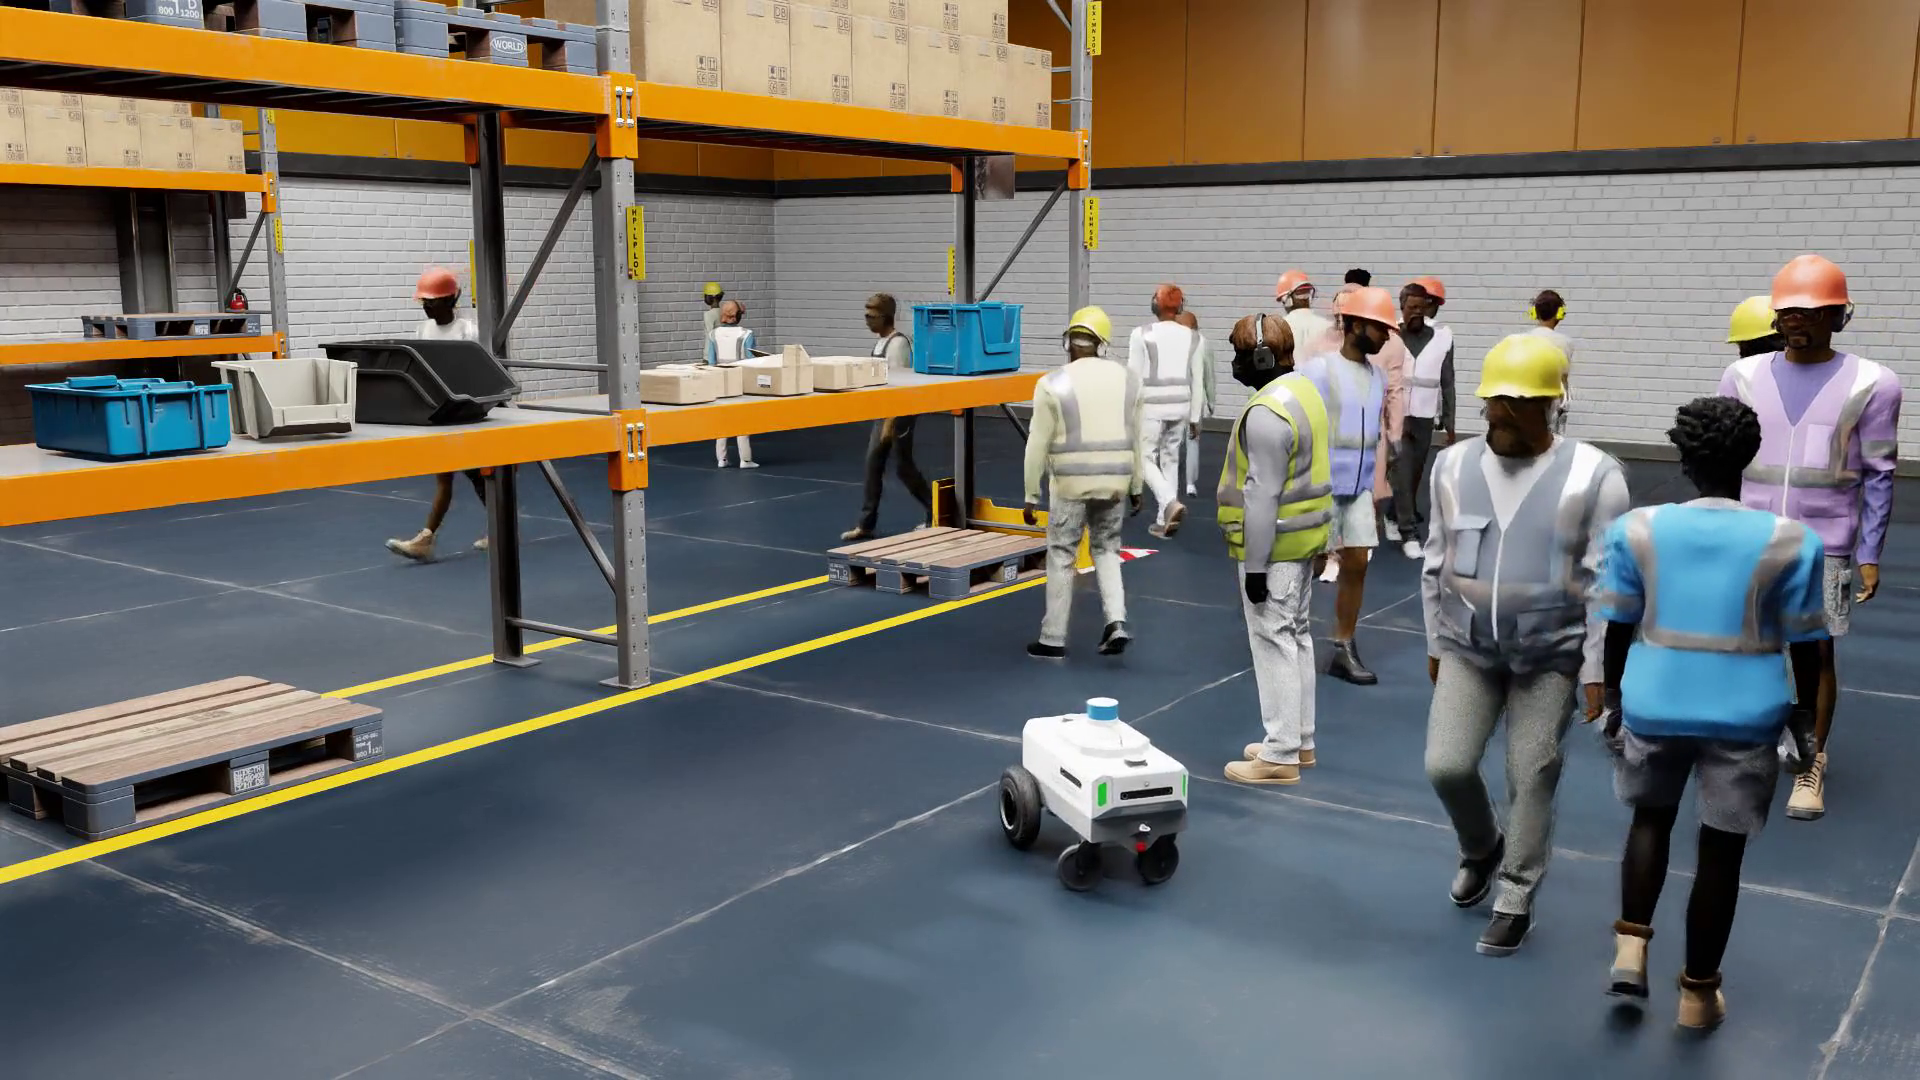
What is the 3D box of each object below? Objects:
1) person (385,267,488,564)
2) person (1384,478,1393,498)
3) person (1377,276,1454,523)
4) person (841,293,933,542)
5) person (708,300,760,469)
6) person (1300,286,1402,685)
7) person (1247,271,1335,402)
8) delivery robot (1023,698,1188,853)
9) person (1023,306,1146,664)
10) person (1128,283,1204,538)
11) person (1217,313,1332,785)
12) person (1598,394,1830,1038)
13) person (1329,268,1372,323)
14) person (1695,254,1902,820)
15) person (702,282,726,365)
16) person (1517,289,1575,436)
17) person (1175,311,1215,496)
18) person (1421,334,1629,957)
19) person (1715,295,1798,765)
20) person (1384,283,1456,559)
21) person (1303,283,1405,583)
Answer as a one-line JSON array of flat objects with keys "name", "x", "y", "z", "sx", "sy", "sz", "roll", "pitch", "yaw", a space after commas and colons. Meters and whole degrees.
[{"name": "person", "x": -3.476, "y": -0.849, "z": 11.300, "sx": 0.615, "sy": 1.969, "sz": 1.108, "roll": 8, "pitch": 12, "yaw": 40}, {"name": "person", "x": 3.419, "y": -1.201, "z": 14.335, "sx": 0.804, "sy": 1.660, "sz": 0.527, "roll": 4, "pitch": 10, "yaw": 20}, {"name": "person", "x": 3.423, "y": -1.040, "z": 12.639, "sx": 0.588, "sy": 1.903, "sz": 0.646, "roll": 9, "pitch": 13, "yaw": 43}, {"name": "person", "x": -0.433, "y": -0.879, "z": 12.033, "sx": 0.819, "sy": 1.807, "sz": 0.527, "roll": -4, "pitch": 10, "yaw": -22}, {"name": "person", "x": -2.208, "y": -1.503, "z": 16.179, "sx": 0.515, "sy": 1.640, "sz": 0.315, "roll": 4, "pitch": 10, "yaw": 22}, {"name": "person", "x": 1.798, "y": -0.284, "z": 8.145, "sx": 0.578, "sy": 1.907, "sz": 0.766, "roll": -5, "pitch": 11, "yaw": -28}, {"name": "person", "x": 2.349, "y": -0.922, "z": 11.809, "sx": 0.613, "sy": 1.944, "sz": 0.850, "roll": -1, "pitch": 10, "yaw": -7}, {"name": "delivery robot", "x": 0.476, "y": 0.773, "z": 5.571, "sx": 0.477, "sy": 0.478, "sz": 0.707, "roll": -3, "pitch": 10, "yaw": -19}, {"name": "person", "x": 0.634, "y": -0.261, "z": 8.290, "sx": 0.651, "sy": 1.801, "sz": 0.481, "roll": -3, "pitch": 10, "yaw": -20}, {"name": "person", "x": 1.489, "y": -0.905, "z": 11.945, "sx": 0.589, "sy": 1.866, "sz": 0.640, "roll": -3, "pitch": 10, "yaw": -18}, {"name": "person", "x": 1.210, "y": 0.039, "z": 6.471, "sx": 0.430, "sy": 1.830, "sz": 0.618, "roll": 4, "pitch": 11, "yaw": 25}, {"name": "person", "x": 1.949, "y": 0.462, "z": 4.348, "sx": 0.546, "sy": 1.677, "sz": 0.370, "roll": 7, "pitch": 12, "yaw": 36}, {"name": "person", "x": 3.724, "y": -1.601, "z": 15.827, "sx": 0.367, "sy": 1.958, "sz": 0.605, "roll": -3, "pitch": 10, "yaw": -18}, {"name": "person", "x": 3.028, "y": -0.003, "z": 6.050, "sx": 0.610, "sy": 2.042, "sz": 0.396, "roll": 8, "pitch": 13, "yaw": 40}, {"name": "person", "x": -2.988, "y": -2.258, "z": 20.296, "sx": 0.301, "sy": 1.772, "sz": 0.524, "roll": 3, "pitch": 10, "yaw": 17}, {"name": "person", "x": 4.253, "y": -0.926, "z": 12.248, "sx": 0.506, "sy": 1.817, "sz": 0.968, "roll": 8, "pitch": 12, "yaw": 39}, {"name": "person", "x": 1.964, "y": -1.192, "z": 14.482, "sx": 0.513, "sy": 1.590, "sz": 0.833, "roll": 2, "pitch": 10, "yaw": 9}, {"name": "person", "x": 1.618, "y": 0.310, "z": 4.863, "sx": 0.595, "sy": 1.818, "sz": 0.418, "roll": 7, "pitch": 12, "yaw": 34}, {"name": "person", "x": 3.233, "y": -0.049, "z": 6.810, "sx": 0.621, "sy": 1.870, "sz": 0.975, "roll": -2, "pitch": 10, "yaw": -12}, {"name": "person", "x": 3.140, "y": -0.862, "z": 11.675, "sx": 0.595, "sy": 1.877, "sz": 0.986, "roll": 0, "pitch": 10, "yaw": -1}, {"name": "person", "x": 2.489, "y": -0.689, "z": 10.598, "sx": 0.666, "sy": 1.887, "sz": 0.622, "roll": 2, "pitch": 10, "yaw": 15}]
